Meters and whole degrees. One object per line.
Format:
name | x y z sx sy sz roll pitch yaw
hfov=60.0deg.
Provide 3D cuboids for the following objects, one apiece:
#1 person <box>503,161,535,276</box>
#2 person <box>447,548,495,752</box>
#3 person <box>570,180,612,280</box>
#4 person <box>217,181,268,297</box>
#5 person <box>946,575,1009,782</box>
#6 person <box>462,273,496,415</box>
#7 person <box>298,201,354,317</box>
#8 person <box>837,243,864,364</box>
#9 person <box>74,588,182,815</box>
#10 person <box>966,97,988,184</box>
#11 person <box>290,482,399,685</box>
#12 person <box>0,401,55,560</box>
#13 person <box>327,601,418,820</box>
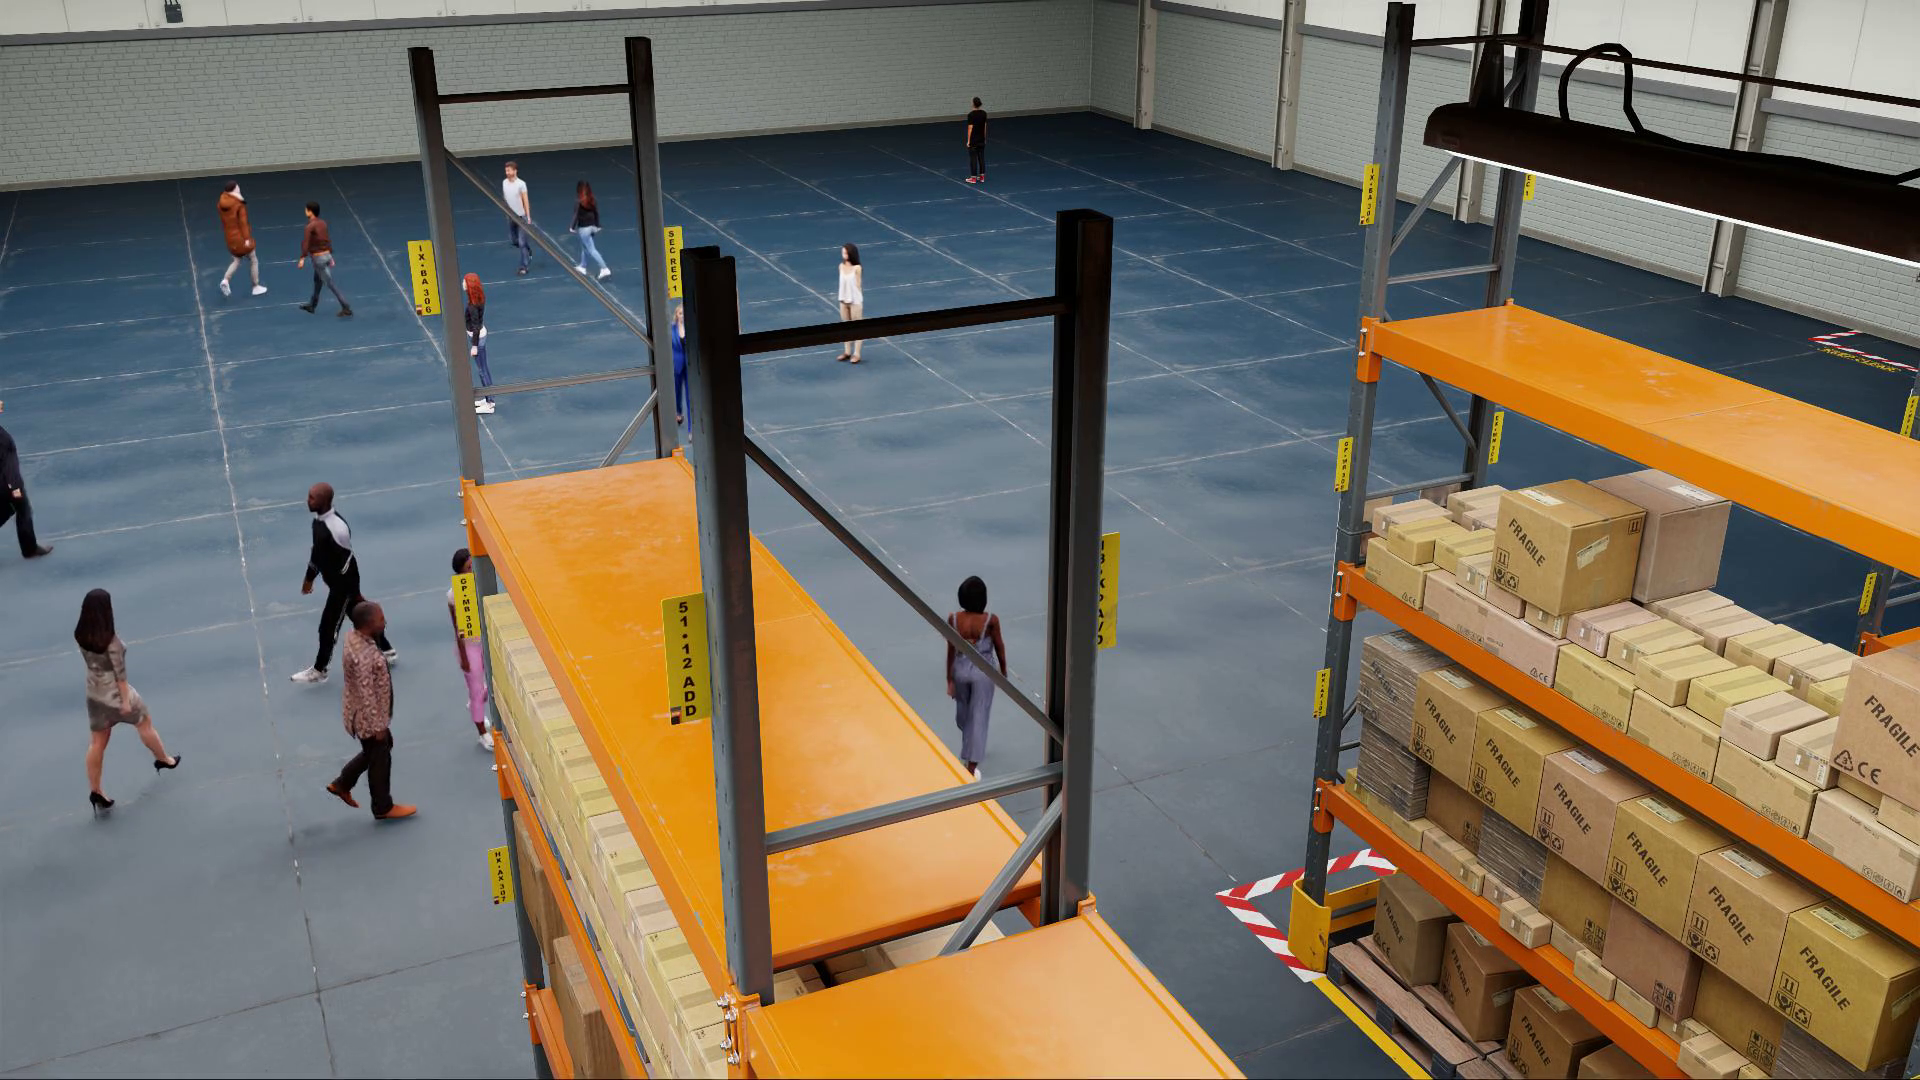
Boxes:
person | -7.291 -5.371 27.674 0.948 1.850 0.998 9 25 21
person | -3.891 0.850 13.202 0.831 1.726 0.732 18 29 36
person | -6.060 -5.060 27.267 1.191 1.595 1.037 13 26 28
person | -11.392 -4.698 26.130 1.074 1.819 1.132 9 25 19
person | 0.097 1.116 12.676 1.026 1.648 1.157 6 24 13
person | -6.084 -2.492 20.983 0.699 1.787 0.556 -4 23 -9
person | -9.530 -4.179 25.021 1.137 1.732 1.194 3 23 8
person | -1.508 -3.308 23.074 0.665 1.652 0.724 6 24 14
person | -6.377 1.221 12.362 1.040 1.700 1.134 7 24 16
person | 0.349 -8.404 34.923 0.677 1.758 0.633 -16 28 -33
person | -5.244 0.334 14.336 0.747 1.789 1.082 -12 26 -27
person | -9.594 -0.603 16.530 1.043 1.797 1.027 16 28 33
person | -4.404 1.276 12.124 0.817 1.785 0.792 -9 25 -21
